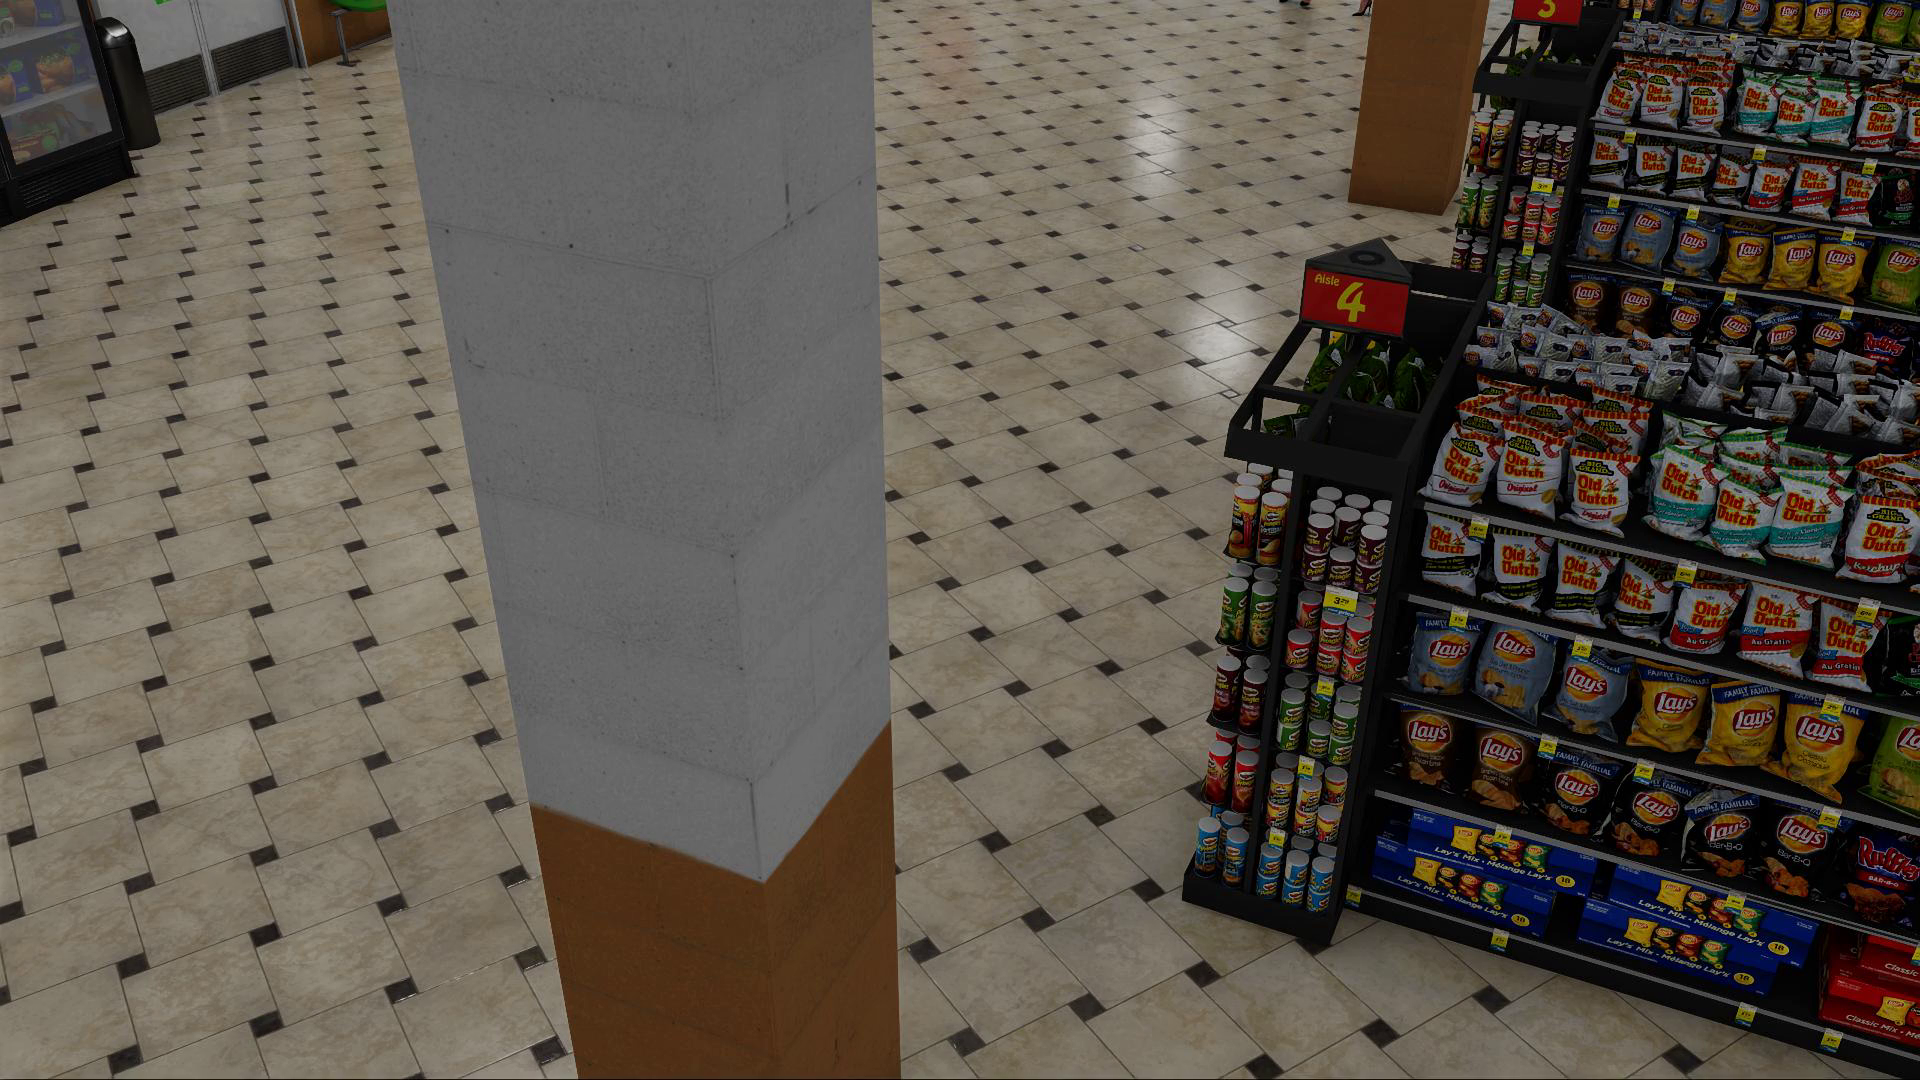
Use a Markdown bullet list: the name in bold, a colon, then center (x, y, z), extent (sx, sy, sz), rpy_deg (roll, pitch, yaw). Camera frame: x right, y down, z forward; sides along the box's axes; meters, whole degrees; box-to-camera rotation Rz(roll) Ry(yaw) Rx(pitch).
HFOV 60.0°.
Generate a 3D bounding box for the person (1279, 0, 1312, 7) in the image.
- **person**: center (3.493, -6.244, 16.816), extent (0.517, 1.600, 0.674), rpy_deg (22, 38, 31)
